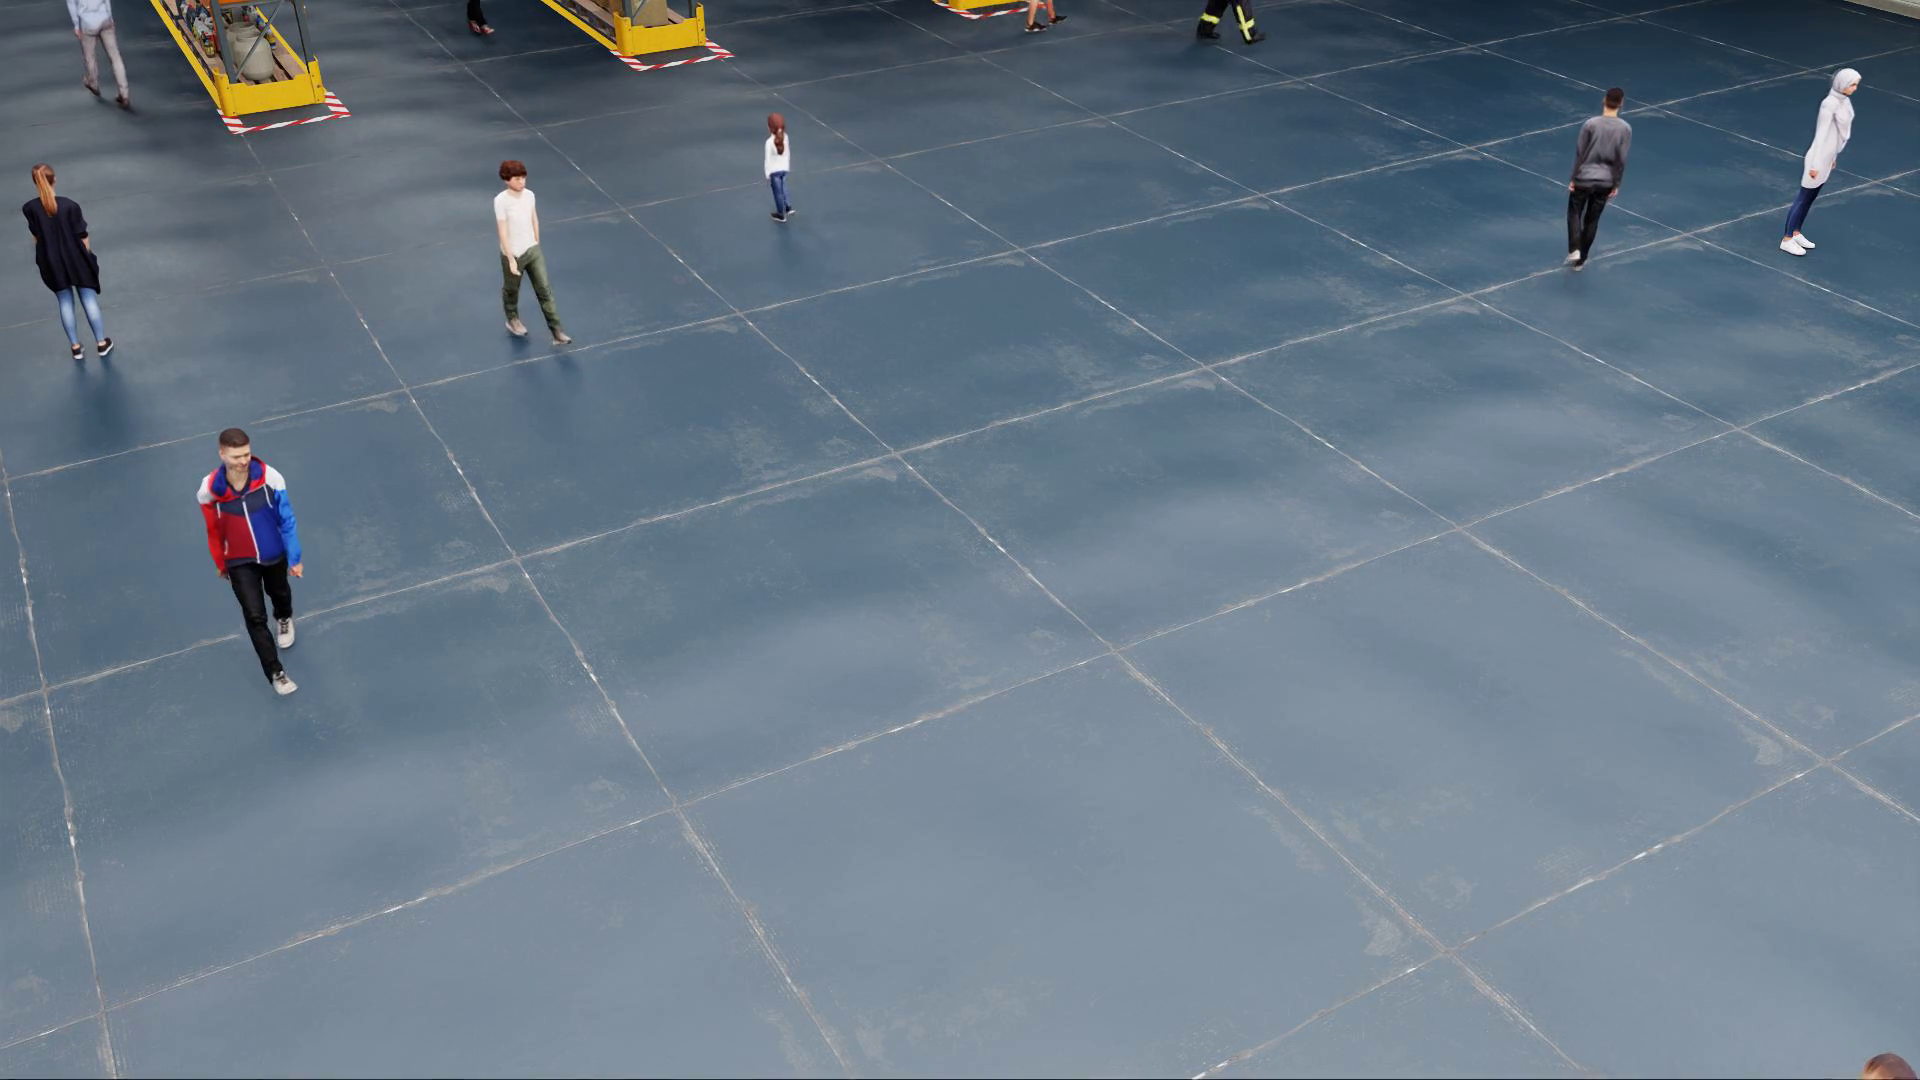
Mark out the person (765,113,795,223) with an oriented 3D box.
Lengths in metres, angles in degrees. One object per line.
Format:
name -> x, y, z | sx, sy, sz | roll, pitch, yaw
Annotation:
person -> -1.787, -3.734, 16.696 | 0.560, 1.108, 0.522 | 24, 39, 32

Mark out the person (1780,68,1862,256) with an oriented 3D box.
person -> 8.228, -3.632, 15.908 | 0.667, 1.776, 0.618 | -27, 41, -36

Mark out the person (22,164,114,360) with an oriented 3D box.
person -> -7.487, -2.334, 13.936 | 0.693, 1.684, 0.652 | -8, 33, -12

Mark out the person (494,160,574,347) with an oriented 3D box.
person -> -3.795, -2.437, 14.172 | 0.767, 1.606, 1.180 | -27, 41, -36

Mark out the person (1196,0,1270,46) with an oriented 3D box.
person -> 3.494, -7.521, 21.925 | 1.302, 1.935, 1.273 | 6, 33, 10

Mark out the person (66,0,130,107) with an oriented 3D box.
person -> -10.182, -6.057, 19.689 | 0.858, 1.843, 1.233 | -27, 41, -36

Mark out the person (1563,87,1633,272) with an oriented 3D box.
person -> 5.866, -3.289, 15.389 | 0.828, 1.750, 0.888 | 8, 33, 13

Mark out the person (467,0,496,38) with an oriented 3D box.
person -> -6.632, -7.673, 22.359 | 1.146, 1.729, 0.917 | 27, 41, 36

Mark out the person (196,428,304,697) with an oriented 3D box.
person -> -4.305, 0.041, 10.144 | 0.669, 1.715, 1.167 | -13, 34, -19

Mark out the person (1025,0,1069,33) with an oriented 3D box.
person -> 1.029, -7.800, 22.469 | 0.832, 1.826, 0.927 | -12, 34, -18
